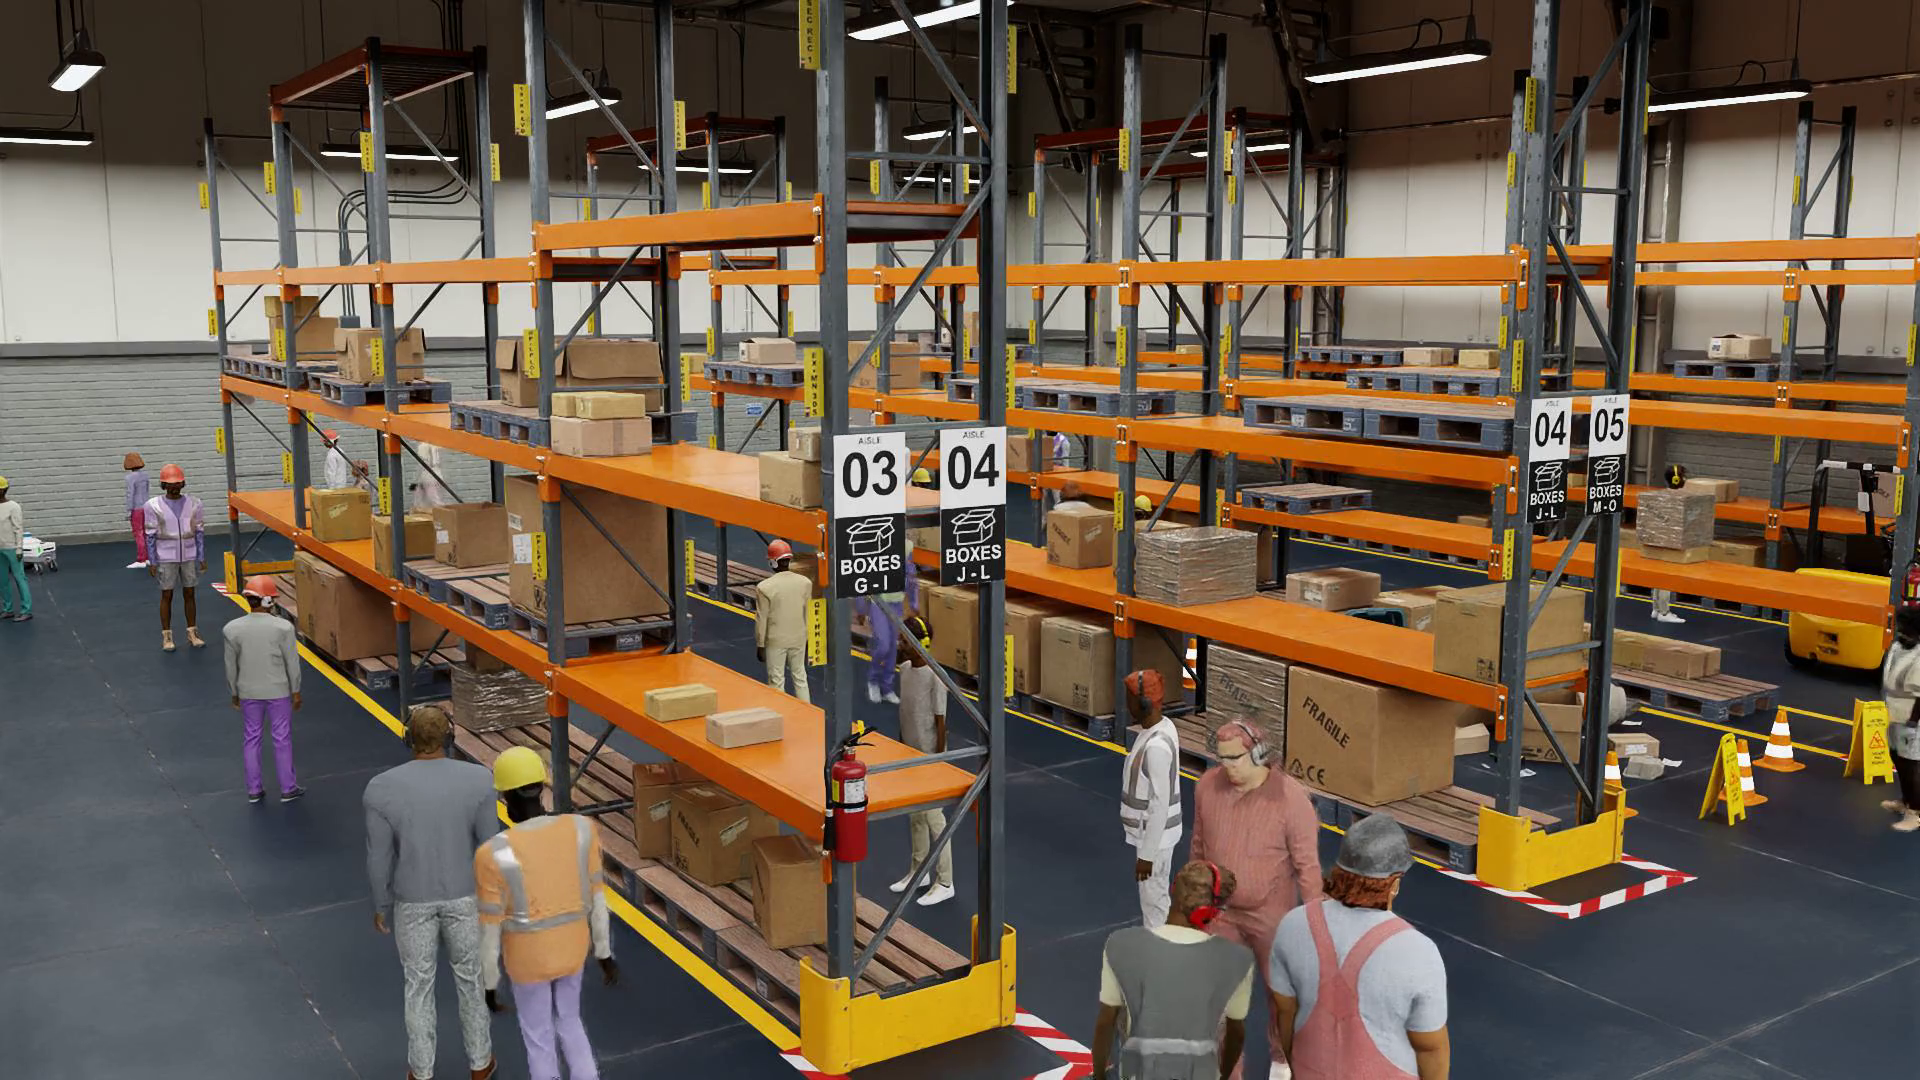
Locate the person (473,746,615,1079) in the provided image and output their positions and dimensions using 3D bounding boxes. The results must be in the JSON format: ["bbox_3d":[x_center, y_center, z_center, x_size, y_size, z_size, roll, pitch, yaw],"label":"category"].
[{"bbox_3d":[-1.872,1.858,7.448,0.624,1.899,0.464,-7,11,-39],"label":"person"}]

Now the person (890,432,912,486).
[{"bbox_3d":[-0.988,-0.789,25.162,0.575,1.880,0.358,4,10,26],"label":"person"}]

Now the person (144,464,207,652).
[{"bbox_3d":[-8.518,0.187,18.110,0.607,2.044,0.375,-8,11,-42],"label":"person"}]

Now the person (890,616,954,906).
[{"bbox_3d":[-0.245,1.400,10.662,0.325,1.861,0.504,-6,10,-35],"label":"person"}]

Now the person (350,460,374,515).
[{"bbox_3d":[-8.077,-0.270,22.491,0.306,1.639,0.523,-7,11,-38],"label":"person"}]

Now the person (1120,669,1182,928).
[{"bbox_3d":[1.034,1.621,9.081,0.355,1.887,0.573,1,9,7],"label":"person"}]

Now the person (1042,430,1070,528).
[{"bbox_3d":[1.498,-1.070,27.199,0.629,1.837,0.429,7,11,40],"label":"person"}]

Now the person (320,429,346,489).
[{"bbox_3d":[-9.853,-0.875,26.179,0.350,1.743,0.563,-1,9,-7],"label":"person"}]

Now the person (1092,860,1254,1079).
[{"bbox_3d":[0.787,2.087,6.303,0.626,1.804,0.443,0,9,1],"label":"person"}]

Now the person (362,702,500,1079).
[{"bbox_3d":[-2.551,1.742,8.102,0.629,1.940,0.378,-3,9,-17],"label":"person"}]

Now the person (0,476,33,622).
[{"bbox_3d":[-11.283,0.103,19.637,0.523,1.759,0.366,2,9,16],"label":"person"}]

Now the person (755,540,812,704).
[{"bbox_3d":[-1.562,0.863,14.613,0.563,1.743,0.360,-7,11,-38],"label":"person"}]

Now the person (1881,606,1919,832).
[{"bbox_3d":[6.877,1.282,12.056,0.403,1.662,0.640,2,9,10],"label":"person"}]

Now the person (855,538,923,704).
[{"bbox_3d":[-0.680,0.620,15.701,0.603,1.899,0.460,-6,10,-35],"label":"person"}]

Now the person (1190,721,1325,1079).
[{"bbox_3d":[1.388,1.794,7.957,0.791,1.863,0.804,6,10,35],"label":"person"}]

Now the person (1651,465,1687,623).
[{"bbox_3d":[8.414,0.039,19.673,0.328,1.872,0.514,1,9,7],"label":"person"}]

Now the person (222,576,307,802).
[{"bbox_3d":[-5.316,1.140,12.751,0.560,1.743,0.338,0,9,0],"label":"person"}]

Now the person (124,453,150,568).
[{"bbox_3d":[-11.633,-0.421,23.518,0.281,1.633,0.500,0,9,3],"label":"person"}]

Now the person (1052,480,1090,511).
[{"bbox_3d":[1.340,0.079,20.246,0.507,1.614,0.557,-4,9,-24],"label":"person"}]

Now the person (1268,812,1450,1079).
[{"bbox_3d":[1.510,1.988,6.126,0.673,2.000,0.536,8,11,42],"label":"person"}]

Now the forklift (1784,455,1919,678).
[{"bbox_3d":[9.643,0.253,17.172,2.313,2.155,1.214,-6,10,-33],"label":"forklift"}]

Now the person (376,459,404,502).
[{"bbox_3d":[-8.742,-0.718,25.534,0.289,1.623,0.505,5,10,30],"label":"person"}]
